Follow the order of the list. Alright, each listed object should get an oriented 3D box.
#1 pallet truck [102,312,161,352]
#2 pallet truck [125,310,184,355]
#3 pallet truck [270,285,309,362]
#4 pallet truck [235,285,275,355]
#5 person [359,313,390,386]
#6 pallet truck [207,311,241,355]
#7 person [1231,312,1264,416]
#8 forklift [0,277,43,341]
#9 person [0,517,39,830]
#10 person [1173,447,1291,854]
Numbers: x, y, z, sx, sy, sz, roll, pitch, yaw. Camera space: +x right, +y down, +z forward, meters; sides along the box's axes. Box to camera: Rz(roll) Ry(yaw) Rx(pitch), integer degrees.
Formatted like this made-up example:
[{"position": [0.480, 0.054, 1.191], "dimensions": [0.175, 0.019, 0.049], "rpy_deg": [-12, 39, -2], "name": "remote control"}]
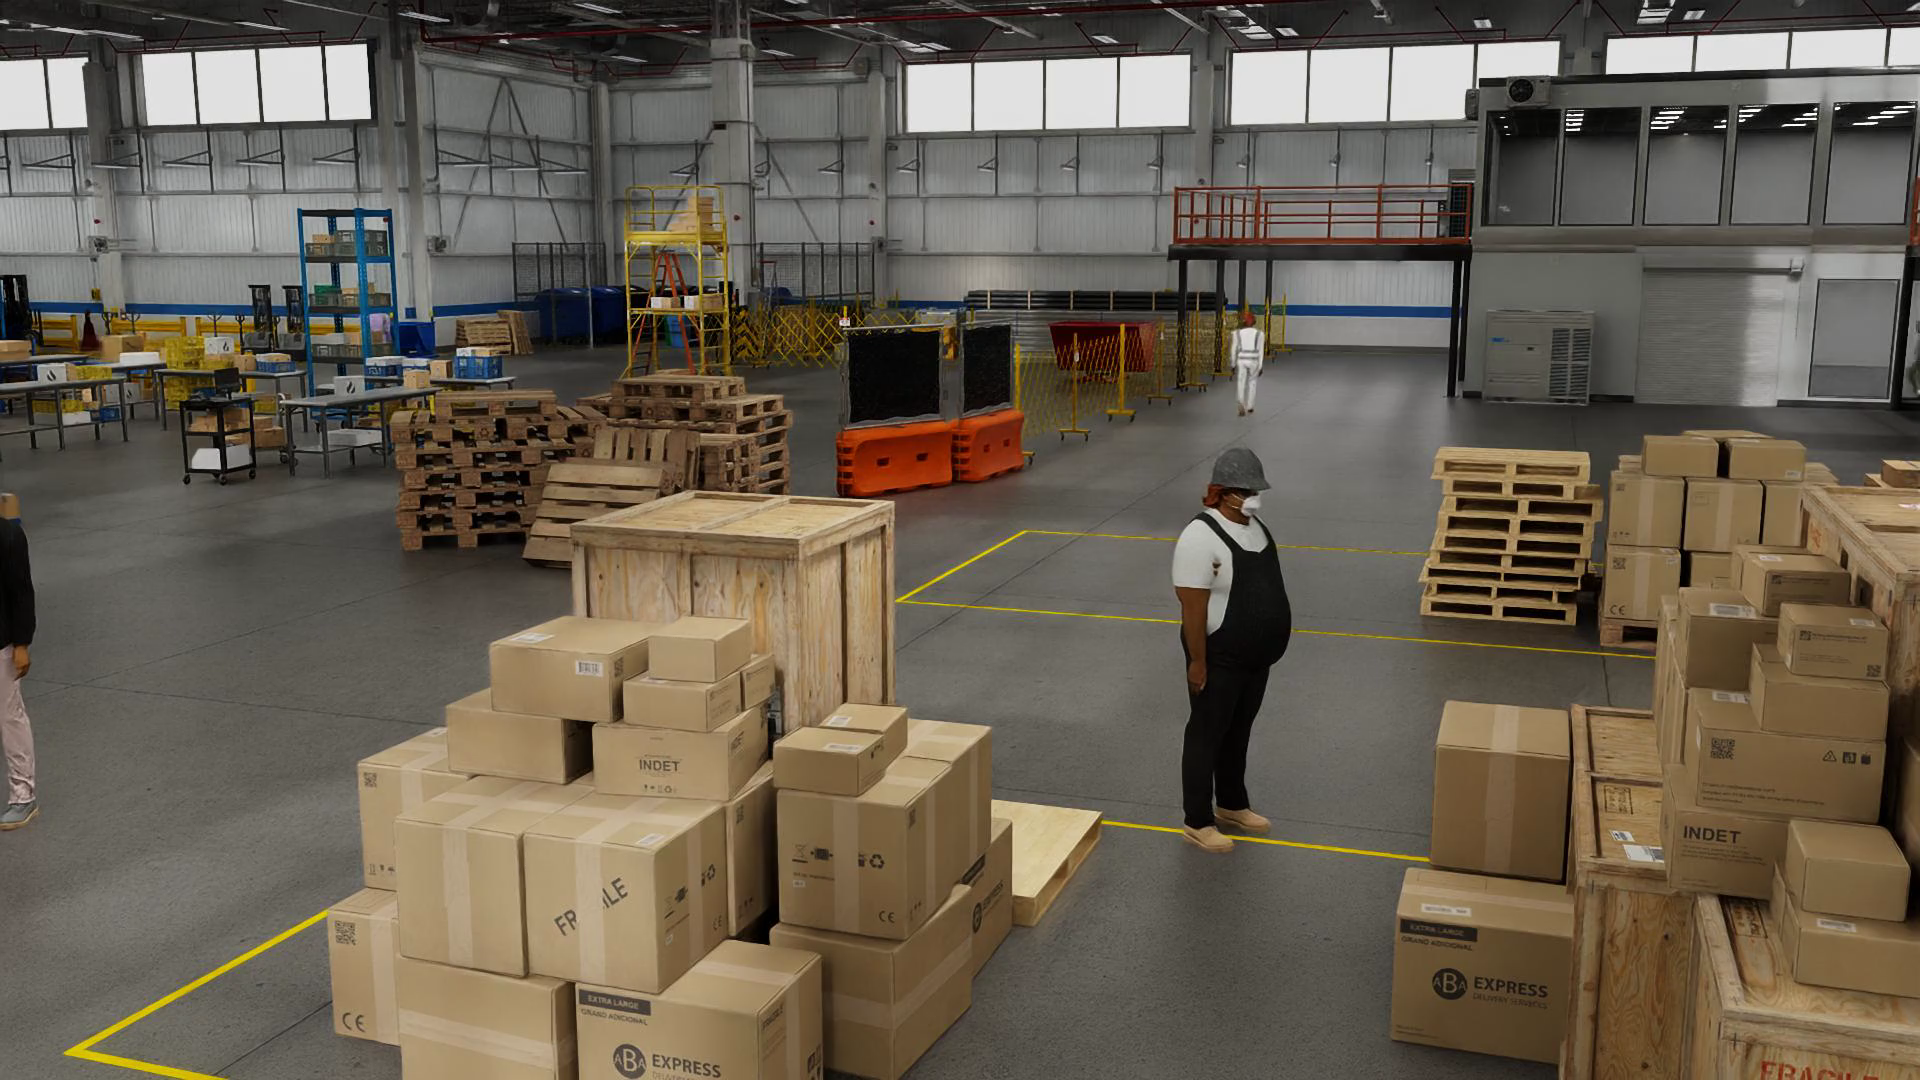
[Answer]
[{"position": [-23.057, -5.777, 46.261], "dimensions": [0.680, 1.201, 1.601], "rpy_deg": [3, 11, 19], "name": "pallet truck"}, {"position": [-22.038, -5.665, 45.457], "dimensions": [0.704, 1.261, 1.522], "rpy_deg": [3, 11, 17], "name": "pallet truck"}, {"position": [-17.147, -5.700, 43.663], "dimensions": [0.823, 1.965, 1.885], "rpy_deg": [3, 11, 17], "name": "pallet truck"}, {"position": [-18.327, -5.835, 44.421], "dimensions": [0.823, 1.965, 1.885], "rpy_deg": [4, 11, 23], "name": "pallet truck"}, {"position": [-11.826, -3.939, 33.614], "dimensions": [0.609, 2.044, 0.397], "rpy_deg": [-7, 12, -36], "name": "person"}, {"position": [-19.537, -5.575, 44.913], "dimensions": [0.653, 1.274, 1.630], "rpy_deg": [3, 11, 19], "name": "pallet truck"}, {"position": [5.109, -3.129, 29.628], "dimensions": [0.580, 1.853, 0.900], "rpy_deg": [3, 11, 17], "name": "person"}, {"position": [-27.151, -6.329, 46.328], "dimensions": [1.157, 1.987, 2.680], "rpy_deg": [3, 11, 17], "name": "forklift"}, {"position": [-5.116, 0.519, 8.640], "dimensions": [0.620, 1.996, 0.372], "rpy_deg": [1, 10, 5], "name": "person"}, {"position": [1.402, 0.539, 8.406], "dimensions": [0.537, 2.000, 0.688], "rpy_deg": [8, 13, 39], "name": "person"}]
